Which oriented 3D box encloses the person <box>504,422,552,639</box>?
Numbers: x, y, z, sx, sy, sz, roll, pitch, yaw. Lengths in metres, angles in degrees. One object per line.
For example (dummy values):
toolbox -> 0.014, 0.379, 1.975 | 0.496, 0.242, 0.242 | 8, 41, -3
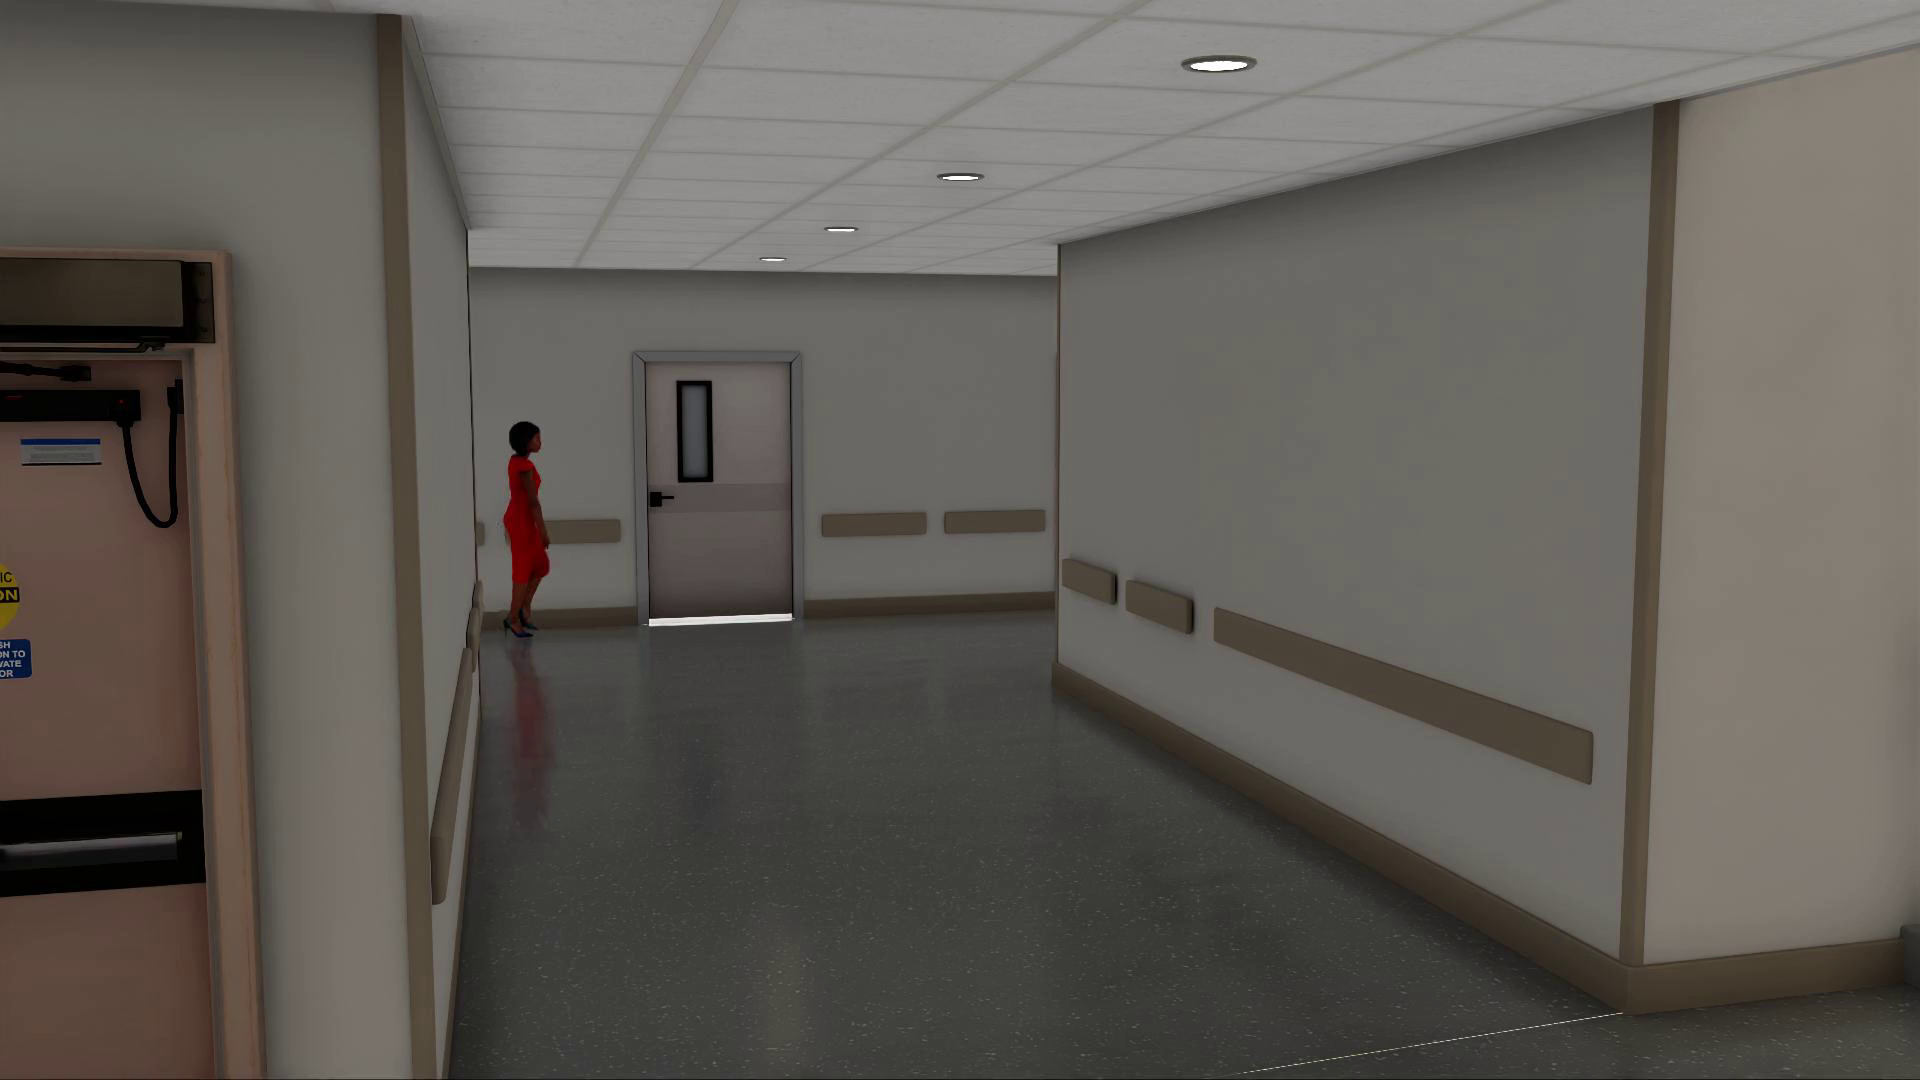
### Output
person -> -3.587, -0.070, 13.299 | 0.662, 1.733, 0.635 | -3, 6, -25
